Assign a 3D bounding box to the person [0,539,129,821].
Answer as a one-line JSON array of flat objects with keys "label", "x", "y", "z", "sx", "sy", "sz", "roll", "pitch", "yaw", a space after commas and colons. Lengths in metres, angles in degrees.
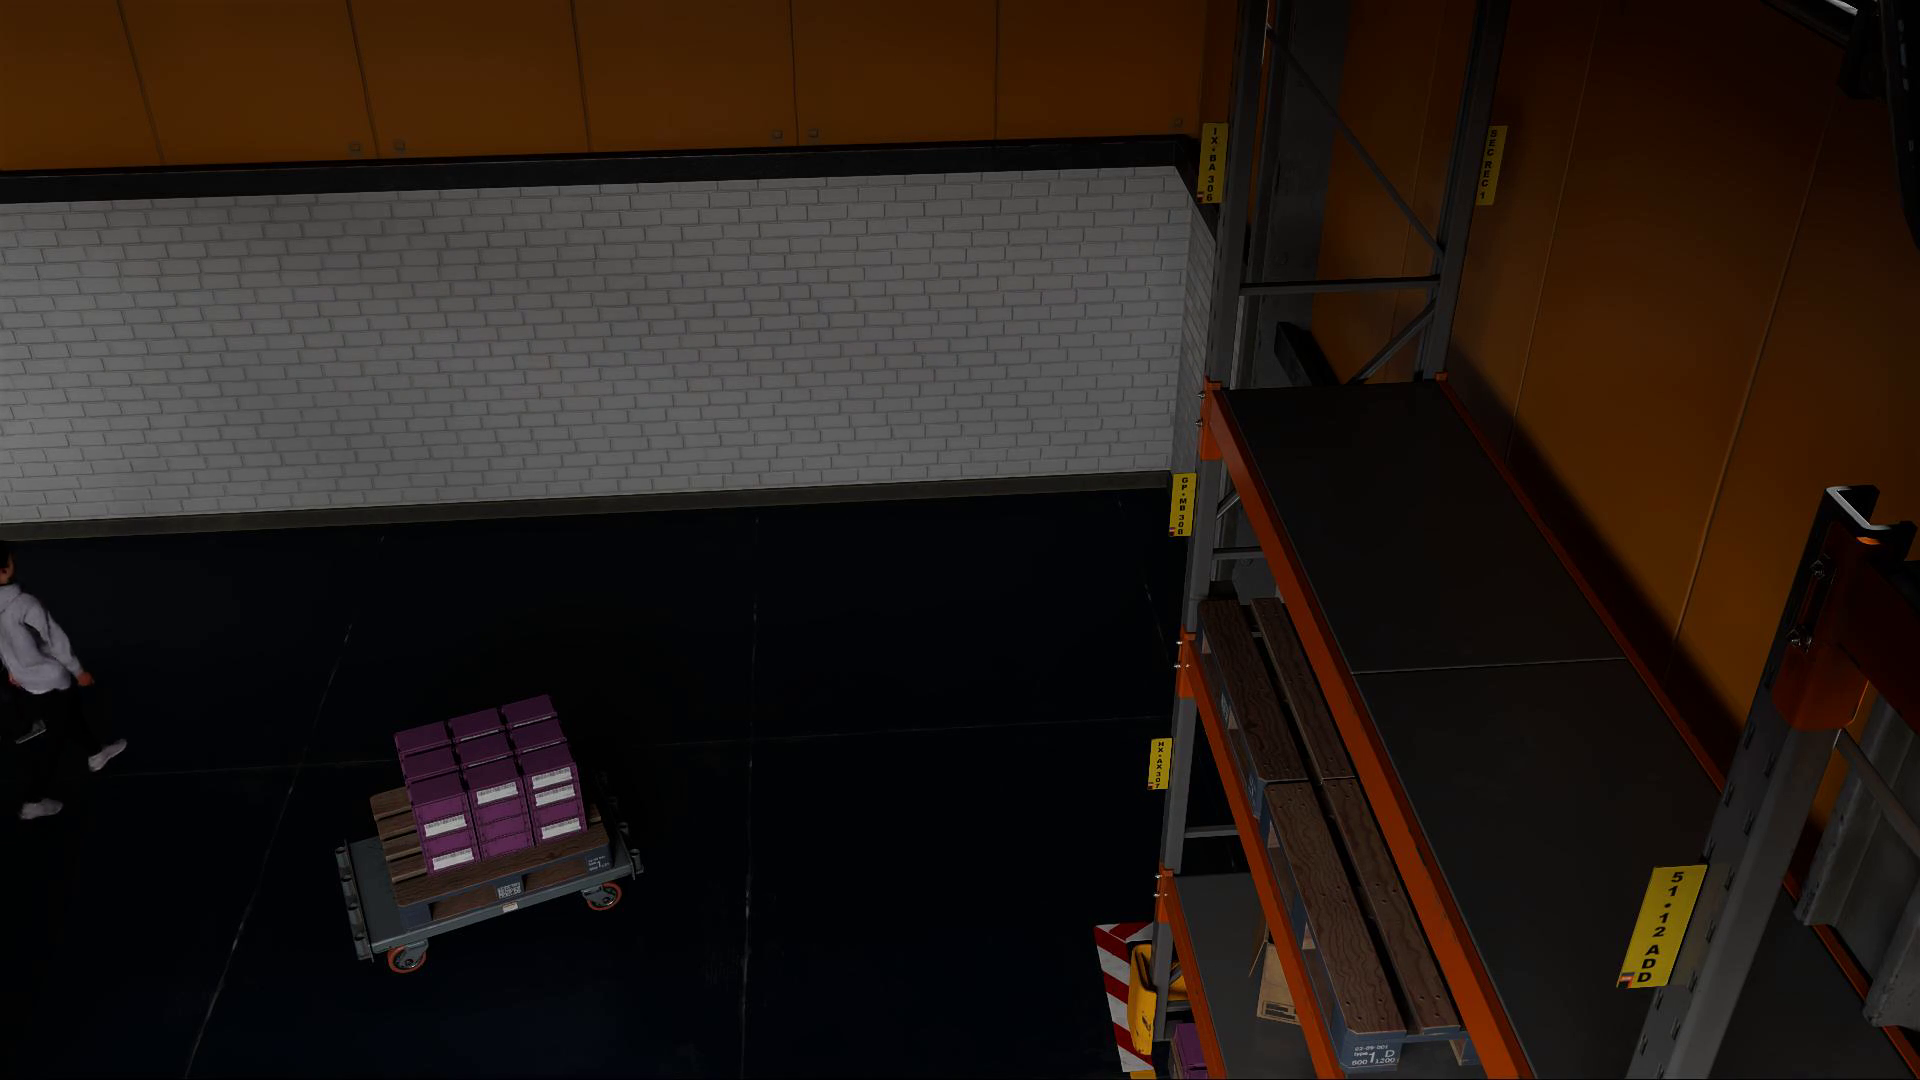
[{"label": "person", "x": -5.751, "y": 0.884, "z": 10.313, "sx": 1.052, "sy": 1.896, "sz": 1.264, "roll": 14, "pitch": 36, "yaw": 20}]
